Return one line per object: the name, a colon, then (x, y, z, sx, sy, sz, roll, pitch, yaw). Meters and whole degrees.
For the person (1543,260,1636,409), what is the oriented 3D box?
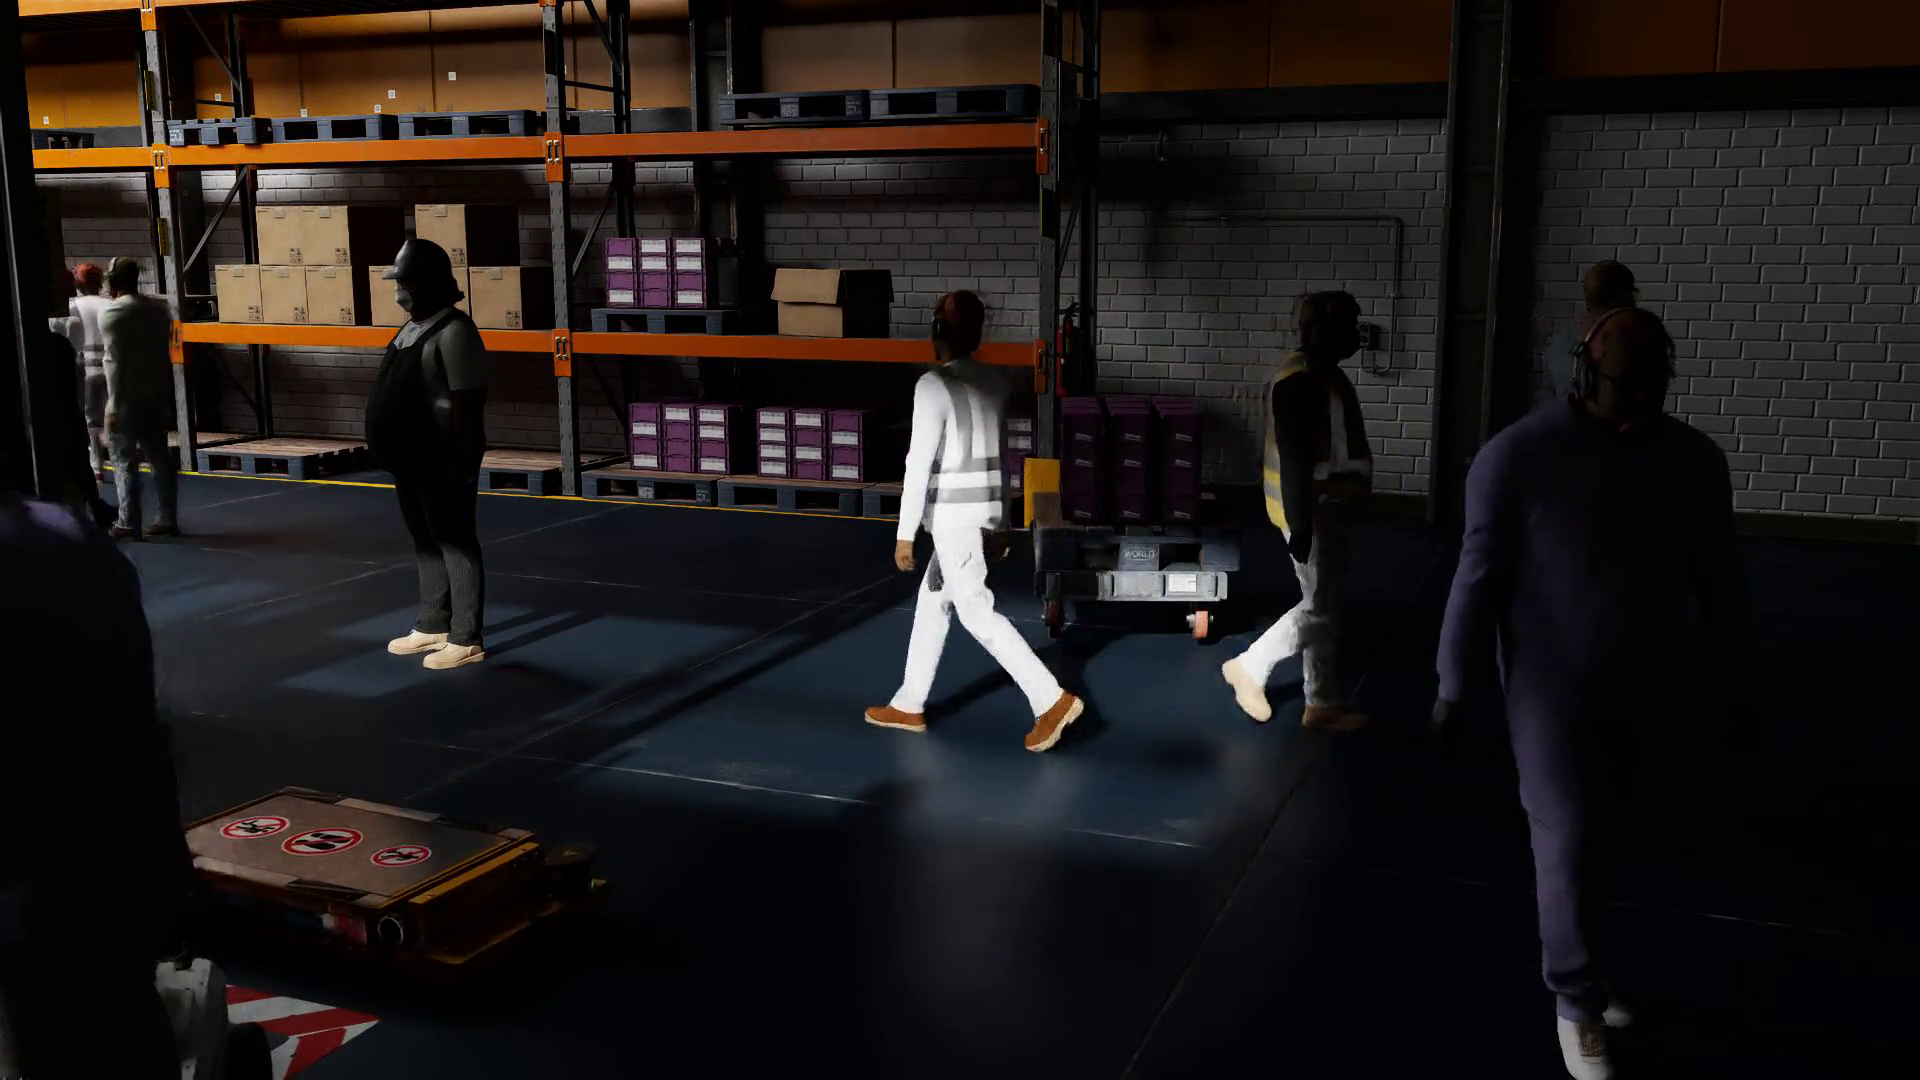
person: (2.917, -0.302, 7.624, 0.372, 1.940, 0.631, -3, 11, -18)

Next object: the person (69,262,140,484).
person: (-7.092, -1.358, 13.739, 0.752, 1.861, 0.582, 10, 14, 44)

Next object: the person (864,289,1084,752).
person: (0.061, -0.078, 6.674, 0.961, 1.848, 0.633, 6, 12, 30)

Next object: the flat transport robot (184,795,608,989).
flat transport robot: (-1.840, 1.004, 4.996, 1.431, 0.197, 0.652, 5, 11, 25)

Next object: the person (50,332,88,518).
person: (-4.098, -0.264, 7.293, 0.507, 1.980, 0.638, 4, 11, 20)

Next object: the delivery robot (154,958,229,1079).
delivery robot: (-1.697, 1.102, 3.398, 0.477, 0.478, 0.707, -4, 11, -20)

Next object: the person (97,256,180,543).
person: (-5.626, -0.940, 11.255, 0.598, 1.927, 0.644, 2, 10, 12)

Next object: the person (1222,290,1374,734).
person: (1.434, -0.102, 6.806, 0.507, 1.832, 0.644, 5, 11, 25)

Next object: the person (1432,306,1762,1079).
person: (1.579, 0.374, 4.060, 0.776, 1.862, 0.767, -1, 10, -7)

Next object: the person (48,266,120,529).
person: (-6.196, -0.939, 11.369, 0.628, 1.864, 1.008, 1, 10, 7)

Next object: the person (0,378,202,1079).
person: (-1.404, 0.626, 2.655, 0.719, 1.891, 0.638, -1, 10, -7)

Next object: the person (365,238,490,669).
person: (-2.553, -0.411, 7.952, 0.538, 2.000, 0.684, -9, 13, -41)
